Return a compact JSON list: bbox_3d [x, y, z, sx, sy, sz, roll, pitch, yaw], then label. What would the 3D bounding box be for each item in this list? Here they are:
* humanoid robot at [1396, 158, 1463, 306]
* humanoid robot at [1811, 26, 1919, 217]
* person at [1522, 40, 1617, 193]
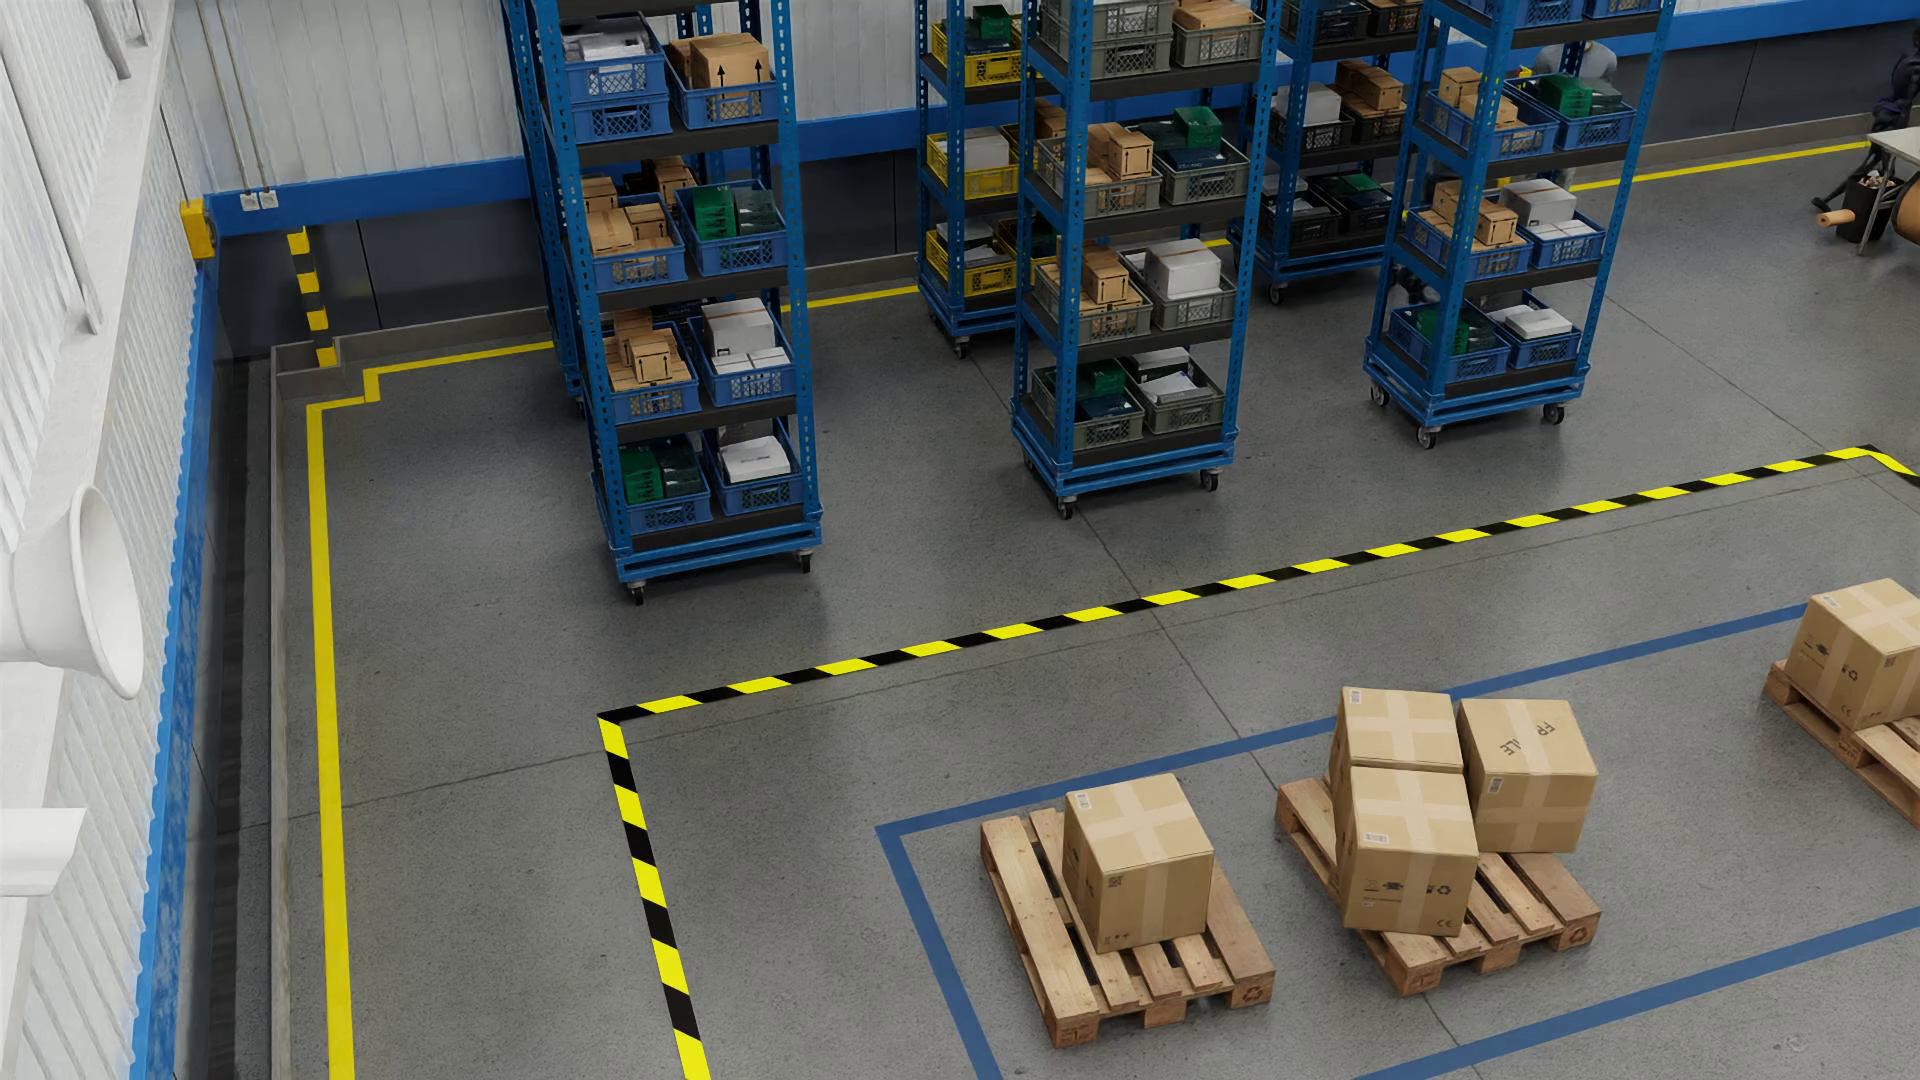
[{"bbox_3d":[3.412,-2.155,11.903,0.412,1.645,0.608,0,35,0],"label":"humanoid robot"},{"bbox_3d":[7.654,-3.446,13.765,0.758,1.634,0.607,10,37,14],"label":"humanoid robot"},{"bbox_3d":[4.791,-3.267,13.245,0.634,1.931,0.352,4,35,5],"label":"person"}]
